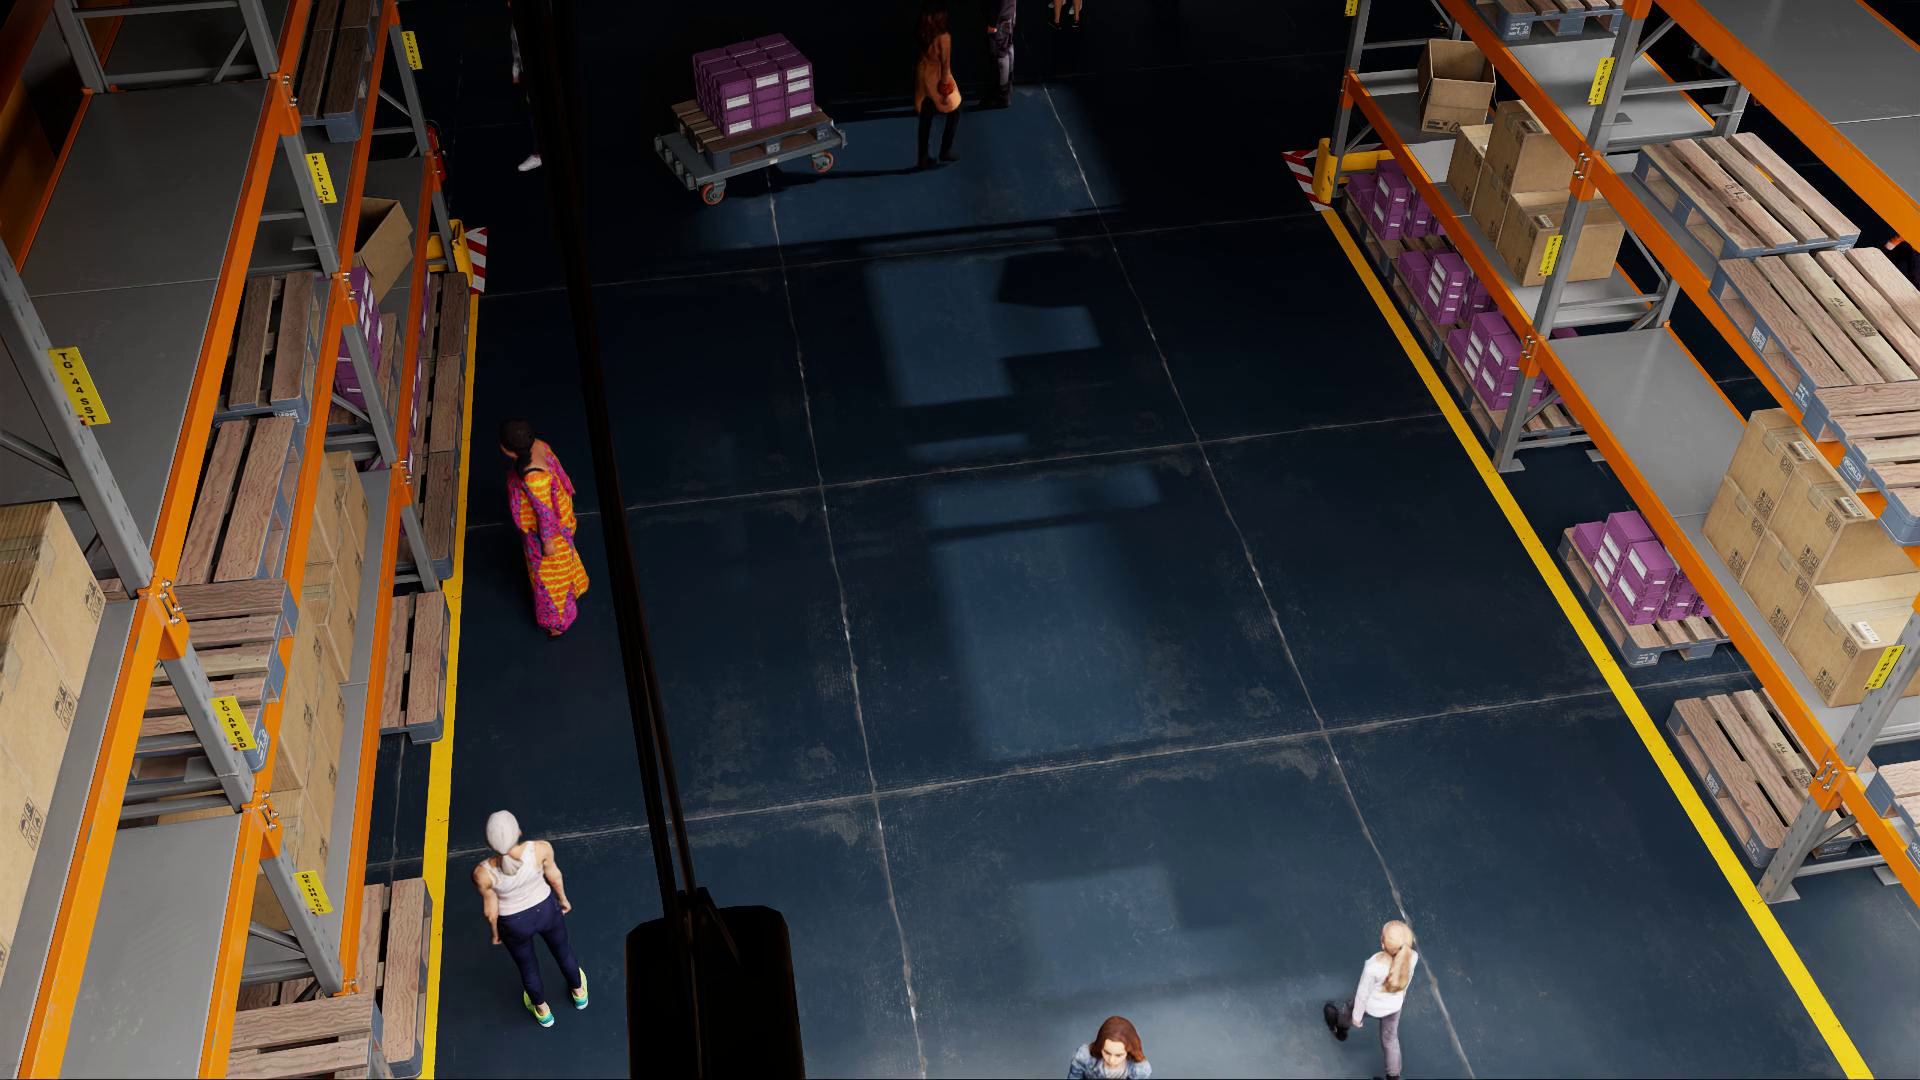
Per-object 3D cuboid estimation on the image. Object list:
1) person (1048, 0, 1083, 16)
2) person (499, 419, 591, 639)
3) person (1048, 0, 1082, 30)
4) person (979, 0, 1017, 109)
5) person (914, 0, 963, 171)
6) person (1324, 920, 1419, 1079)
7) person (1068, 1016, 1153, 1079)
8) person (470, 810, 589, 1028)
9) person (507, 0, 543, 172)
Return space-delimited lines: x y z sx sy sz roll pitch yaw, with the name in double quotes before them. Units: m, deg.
"person" 1.211 -6.551 17.978 0.661 1.703 0.730 27 50 26
"person" -2.816 -0.136 11.271 0.956 1.666 0.607 -18 46 -18
"person" 1.137 -6.353 17.668 0.594 1.844 0.515 -5 44 -6
"person" 0.400 -5.230 16.415 0.837 1.946 0.675 8 44 9
"person" -0.307 -4.224 15.533 0.826 1.707 0.914 34 53 30
"person" 2.259 2.503 8.799 0.537 1.256 0.913 -11 45 -11
"person" 0.732 2.828 8.297 0.617 1.477 0.599 6 44 6
"person" -2.319 2.042 8.960 0.671 1.701 0.646 -22 48 -21
"person" -3.906 -4.367 15.645 0.858 1.758 0.855 -23 48 -22
